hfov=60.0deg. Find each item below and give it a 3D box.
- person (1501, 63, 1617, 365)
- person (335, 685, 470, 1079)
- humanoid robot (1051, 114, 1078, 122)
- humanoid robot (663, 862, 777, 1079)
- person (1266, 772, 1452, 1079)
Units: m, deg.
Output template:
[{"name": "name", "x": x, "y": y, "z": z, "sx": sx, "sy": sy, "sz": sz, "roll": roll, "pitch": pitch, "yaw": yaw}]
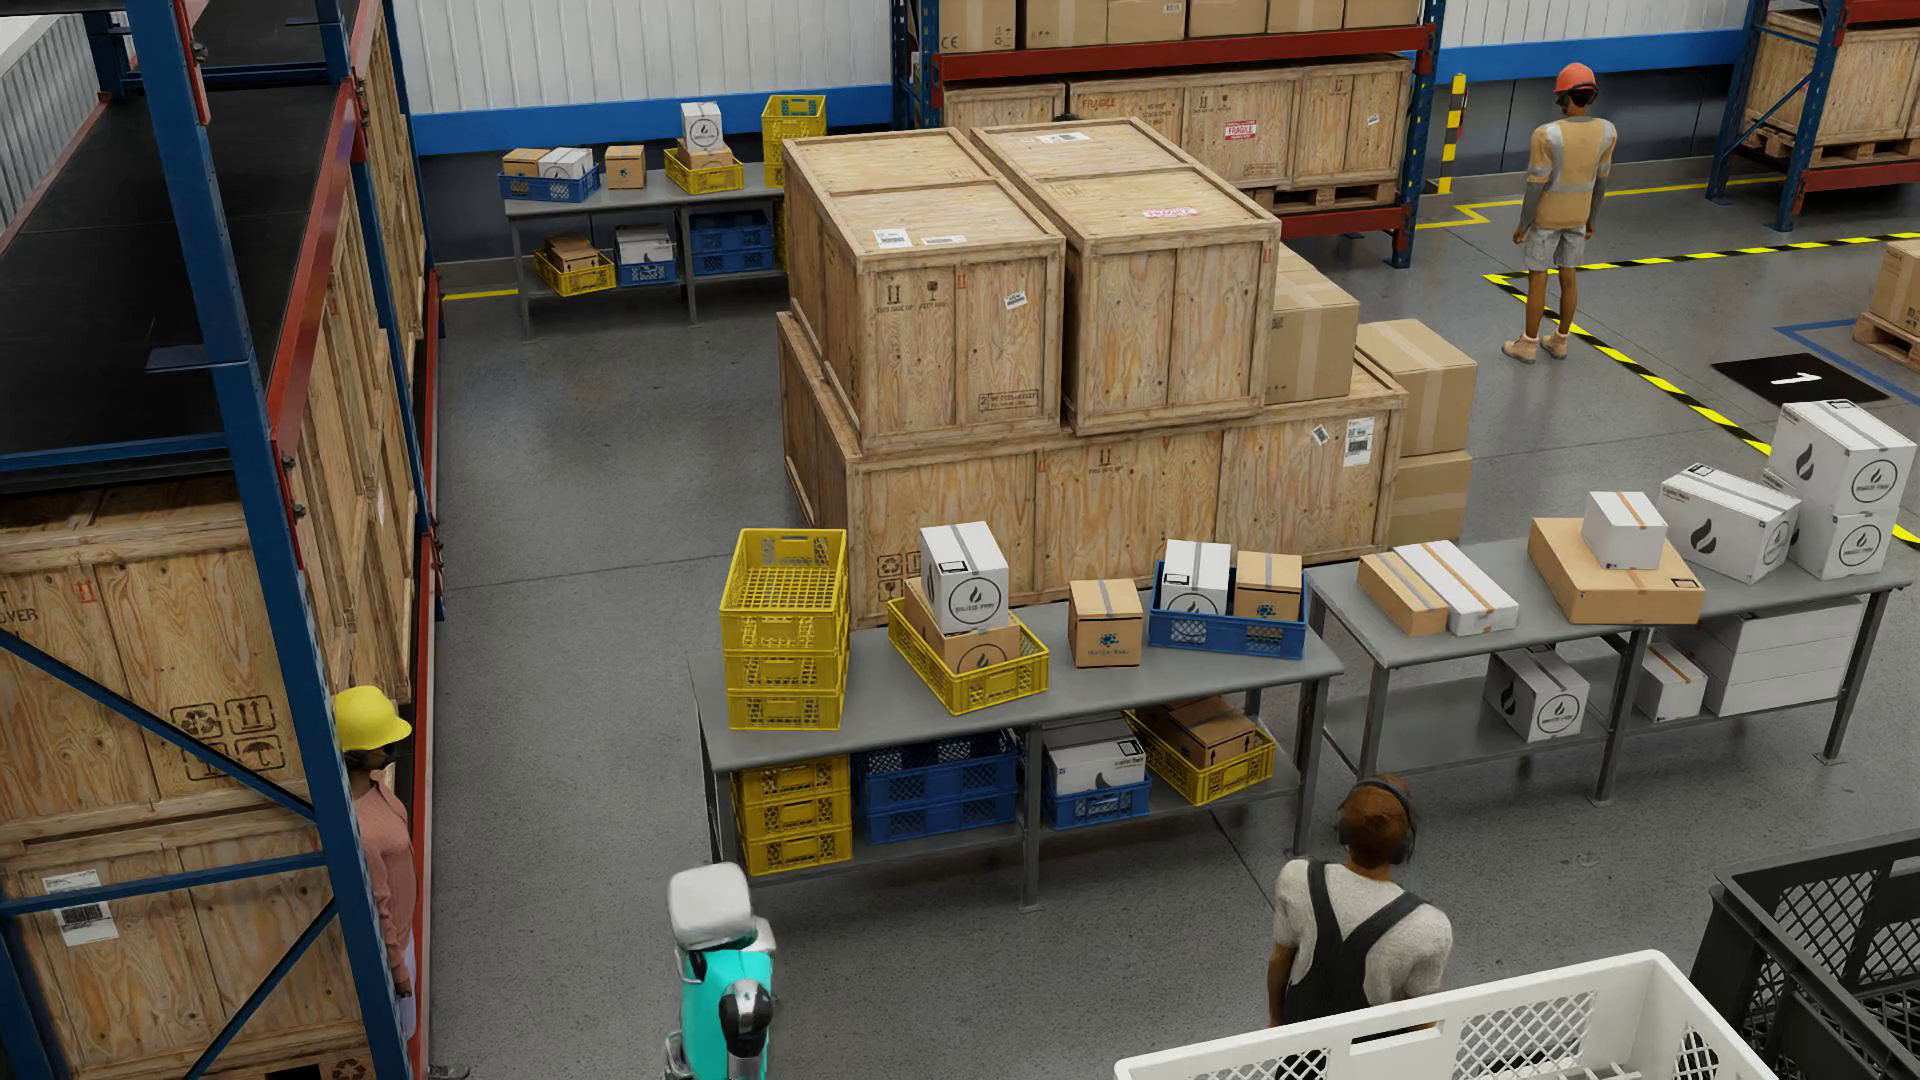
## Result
[{"name": "person", "x": 4.035, "y": -2.191, "z": 11.270, "sx": 0.608, "sy": 2.030, "sz": 0.406, "roll": -7, "pitch": 30, "yaw": -12}, {"name": "person", "x": -1.825, "y": 1.228, "z": 5.344, "sx": 0.337, "sy": 1.761, "sz": 0.522, "roll": -9, "pitch": 30, "yaw": -17}, {"name": "humanoid robot", "x": 0.760, "y": -2.146, "z": 11.547, "sx": 0.414, "sy": 1.642, "sz": 0.611, "roll": -7, "pitch": 30, "yaw": -13}, {"name": "humanoid robot", "x": -0.858, "y": 1.693, "z": 4.546, "sx": 0.795, "sy": 1.800, "sz": 0.530, "roll": -9, "pitch": 30, "yaw": -16}, {"name": "person", "x": 1.114, "y": 1.466, "z": 4.838, "sx": 0.500, "sy": 1.836, "sz": 0.339, "roll": 19, "pitch": 34, "yaw": 30}]
